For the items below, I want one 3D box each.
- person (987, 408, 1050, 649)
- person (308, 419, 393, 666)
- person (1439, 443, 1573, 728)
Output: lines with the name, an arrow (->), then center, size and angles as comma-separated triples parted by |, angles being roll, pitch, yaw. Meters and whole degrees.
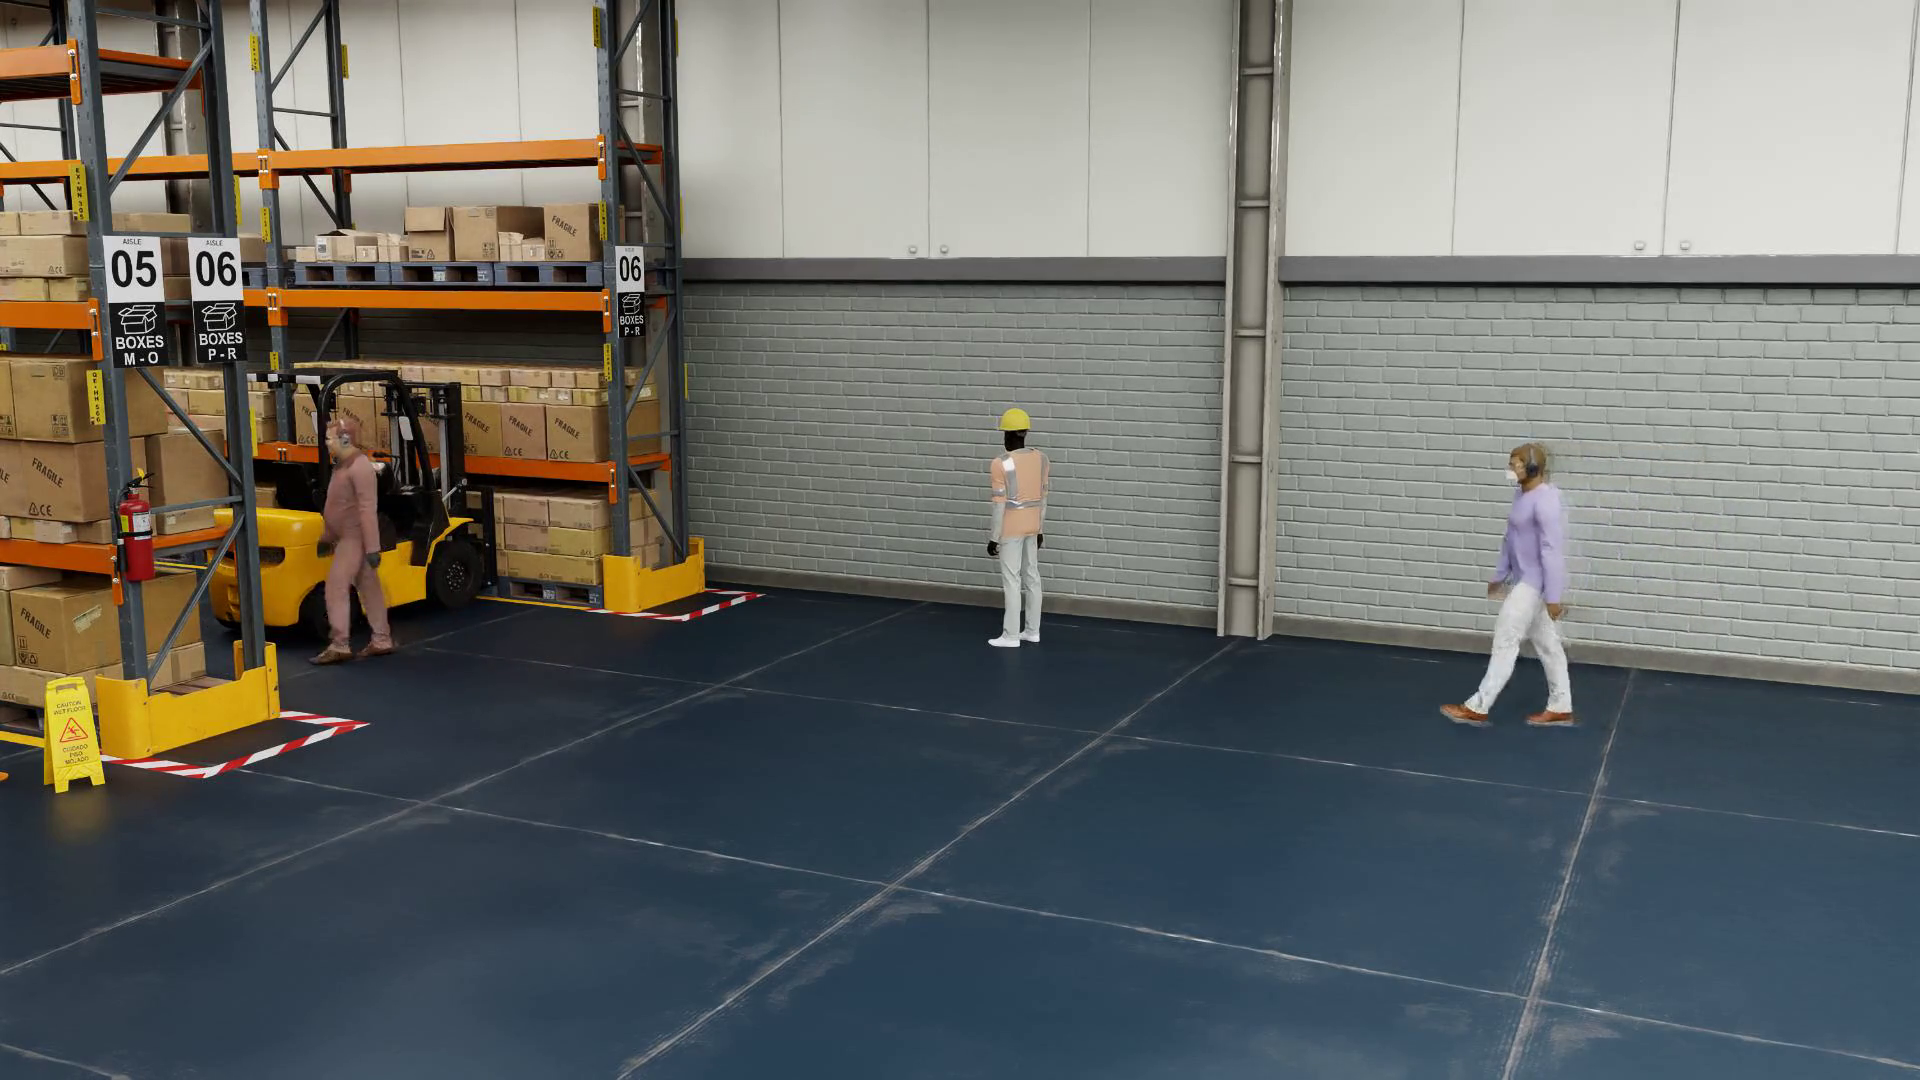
person -> 0.455, -0.091, 13.325 | 0.587, 1.929, 0.360 | -8, 13, -42
person -> -4.779, 0.015, 12.801 | 0.763, 1.880, 0.641 | -4, 10, -23
person -> 3.642, 0.307, 10.968 | 0.973, 1.893, 0.630 | 2, 9, 10
